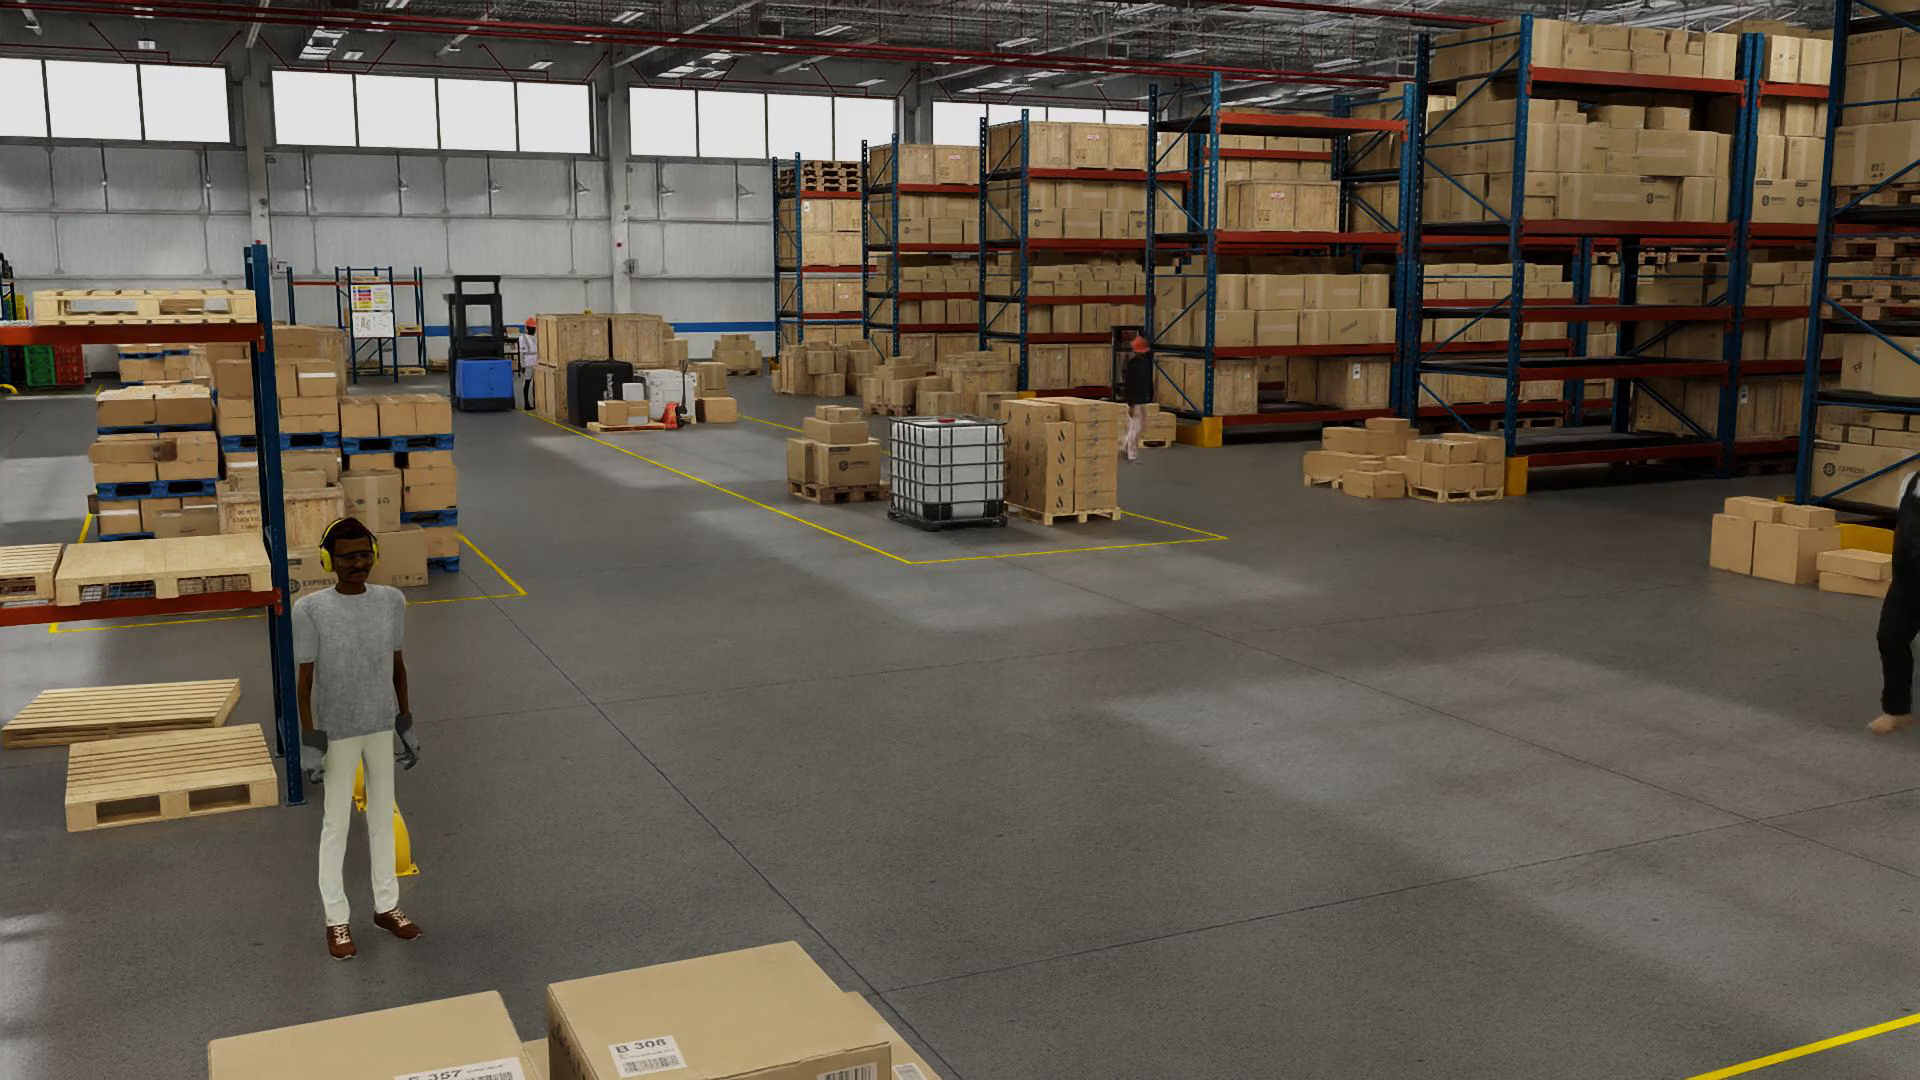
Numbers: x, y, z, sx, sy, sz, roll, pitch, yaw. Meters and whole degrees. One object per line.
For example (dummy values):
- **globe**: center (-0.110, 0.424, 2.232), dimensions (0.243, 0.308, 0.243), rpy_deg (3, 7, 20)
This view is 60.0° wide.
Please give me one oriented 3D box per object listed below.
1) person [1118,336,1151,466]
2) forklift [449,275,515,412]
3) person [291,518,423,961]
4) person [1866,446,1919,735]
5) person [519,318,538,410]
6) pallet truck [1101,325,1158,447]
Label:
- **person**: center (2.602, -2.073, 24.854), dimensions (0.709, 1.944, 0.674), rpy_deg (6, 11, 35)
- **forklift**: center (-10.028, -4.131, 34.716), dimensions (1.129, 2.768, 1.873), rpy_deg (-4, 10, -25)
- **person**: center (-2.556, 0.826, 7.088), dimensions (0.328, 1.872, 0.513), rpy_deg (9, 13, 44)
- **person**: center (5.953, 0.242, 10.185), dimensions (0.694, 2.000, 0.708), rpy_deg (-4, 10, -24)
- **person**: center (-8.975, -3.697, 34.939), dimensions (0.367, 1.935, 0.552), rpy_deg (7, 12, 39)
- **pallet truck**: center (2.881, -2.596, 27.923), dimensions (0.823, 1.965, 1.885), rpy_deg (-1, 9, -7)
